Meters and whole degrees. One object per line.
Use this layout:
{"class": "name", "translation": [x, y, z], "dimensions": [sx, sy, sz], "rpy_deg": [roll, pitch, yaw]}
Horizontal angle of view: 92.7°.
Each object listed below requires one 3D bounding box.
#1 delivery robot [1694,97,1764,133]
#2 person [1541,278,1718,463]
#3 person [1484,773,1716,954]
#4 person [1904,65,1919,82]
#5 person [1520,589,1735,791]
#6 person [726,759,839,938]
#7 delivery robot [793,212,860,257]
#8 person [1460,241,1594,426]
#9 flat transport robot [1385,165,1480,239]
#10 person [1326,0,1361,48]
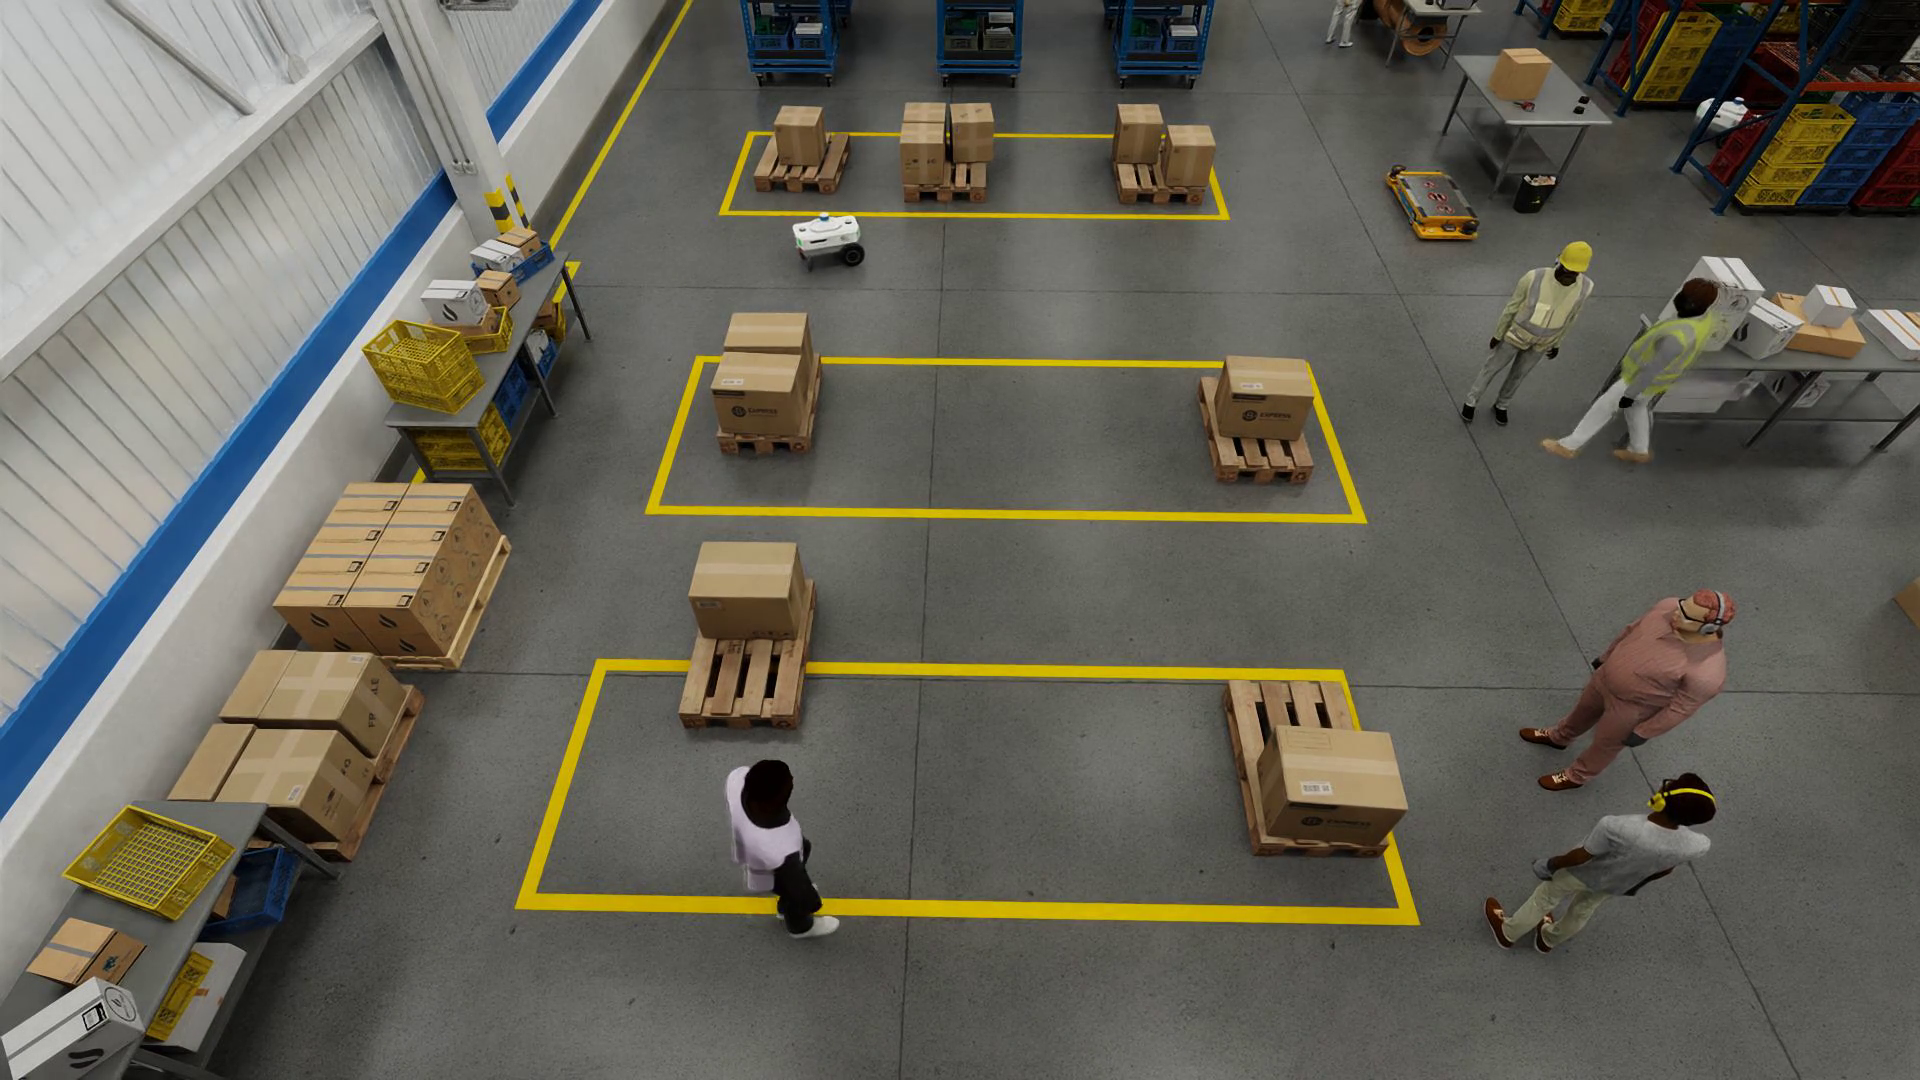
{"class": "delivery robot", "translation": [10.151, -5.588, 12.105], "dimensions": [0.477, 0.478, 0.707], "rpy_deg": [-25, 54, -20]}
{"class": "person", "translation": [5.790, -1.354, 7.686], "dimensions": [0.674, 1.822, 0.762], "rpy_deg": [-36, 58, -27]}
{"class": "person", "translation": [3.415, 1.773, 4.931], "dimensions": [0.537, 1.869, 0.312], "rpy_deg": [8, 50, 7]}
{"class": "person", "translation": [13.721, -7.211, 12.699], "dimensions": [0.574, 1.882, 0.358], "rpy_deg": [5, 49, 4]}
{"class": "person", "translation": [4.087, 0.932, 5.635], "dimensions": [0.403, 1.906, 0.652], "rpy_deg": [3, 49, 3]}
{"class": "person", "translation": [-0.964, 1.717, 4.954], "dimensions": [0.447, 1.906, 0.645], "rpy_deg": [-27, 54, -21]}
{"class": "delivery robot", "translation": [-1.491, -3.412, 10.222], "dimensions": [0.707, 0.478, 0.477], "rpy_deg": [-13, 50, -11]}
{"class": "person", "translation": [4.992, -1.782, 8.030], "dimensions": [0.588, 1.835, 0.403], "rpy_deg": [9, 50, 8]}
{"class": "flat transport robot", "translation": [5.692, -4.094, 11.059], "dimensions": [0.652, 0.197, 1.431], "rpy_deg": [1, 49, 1]}
{"class": "person", "translation": [5.945, -8.363, 13.852], "dimensions": [0.307, 1.644, 0.514], "rpy_deg": [-31, 56, -24]}
